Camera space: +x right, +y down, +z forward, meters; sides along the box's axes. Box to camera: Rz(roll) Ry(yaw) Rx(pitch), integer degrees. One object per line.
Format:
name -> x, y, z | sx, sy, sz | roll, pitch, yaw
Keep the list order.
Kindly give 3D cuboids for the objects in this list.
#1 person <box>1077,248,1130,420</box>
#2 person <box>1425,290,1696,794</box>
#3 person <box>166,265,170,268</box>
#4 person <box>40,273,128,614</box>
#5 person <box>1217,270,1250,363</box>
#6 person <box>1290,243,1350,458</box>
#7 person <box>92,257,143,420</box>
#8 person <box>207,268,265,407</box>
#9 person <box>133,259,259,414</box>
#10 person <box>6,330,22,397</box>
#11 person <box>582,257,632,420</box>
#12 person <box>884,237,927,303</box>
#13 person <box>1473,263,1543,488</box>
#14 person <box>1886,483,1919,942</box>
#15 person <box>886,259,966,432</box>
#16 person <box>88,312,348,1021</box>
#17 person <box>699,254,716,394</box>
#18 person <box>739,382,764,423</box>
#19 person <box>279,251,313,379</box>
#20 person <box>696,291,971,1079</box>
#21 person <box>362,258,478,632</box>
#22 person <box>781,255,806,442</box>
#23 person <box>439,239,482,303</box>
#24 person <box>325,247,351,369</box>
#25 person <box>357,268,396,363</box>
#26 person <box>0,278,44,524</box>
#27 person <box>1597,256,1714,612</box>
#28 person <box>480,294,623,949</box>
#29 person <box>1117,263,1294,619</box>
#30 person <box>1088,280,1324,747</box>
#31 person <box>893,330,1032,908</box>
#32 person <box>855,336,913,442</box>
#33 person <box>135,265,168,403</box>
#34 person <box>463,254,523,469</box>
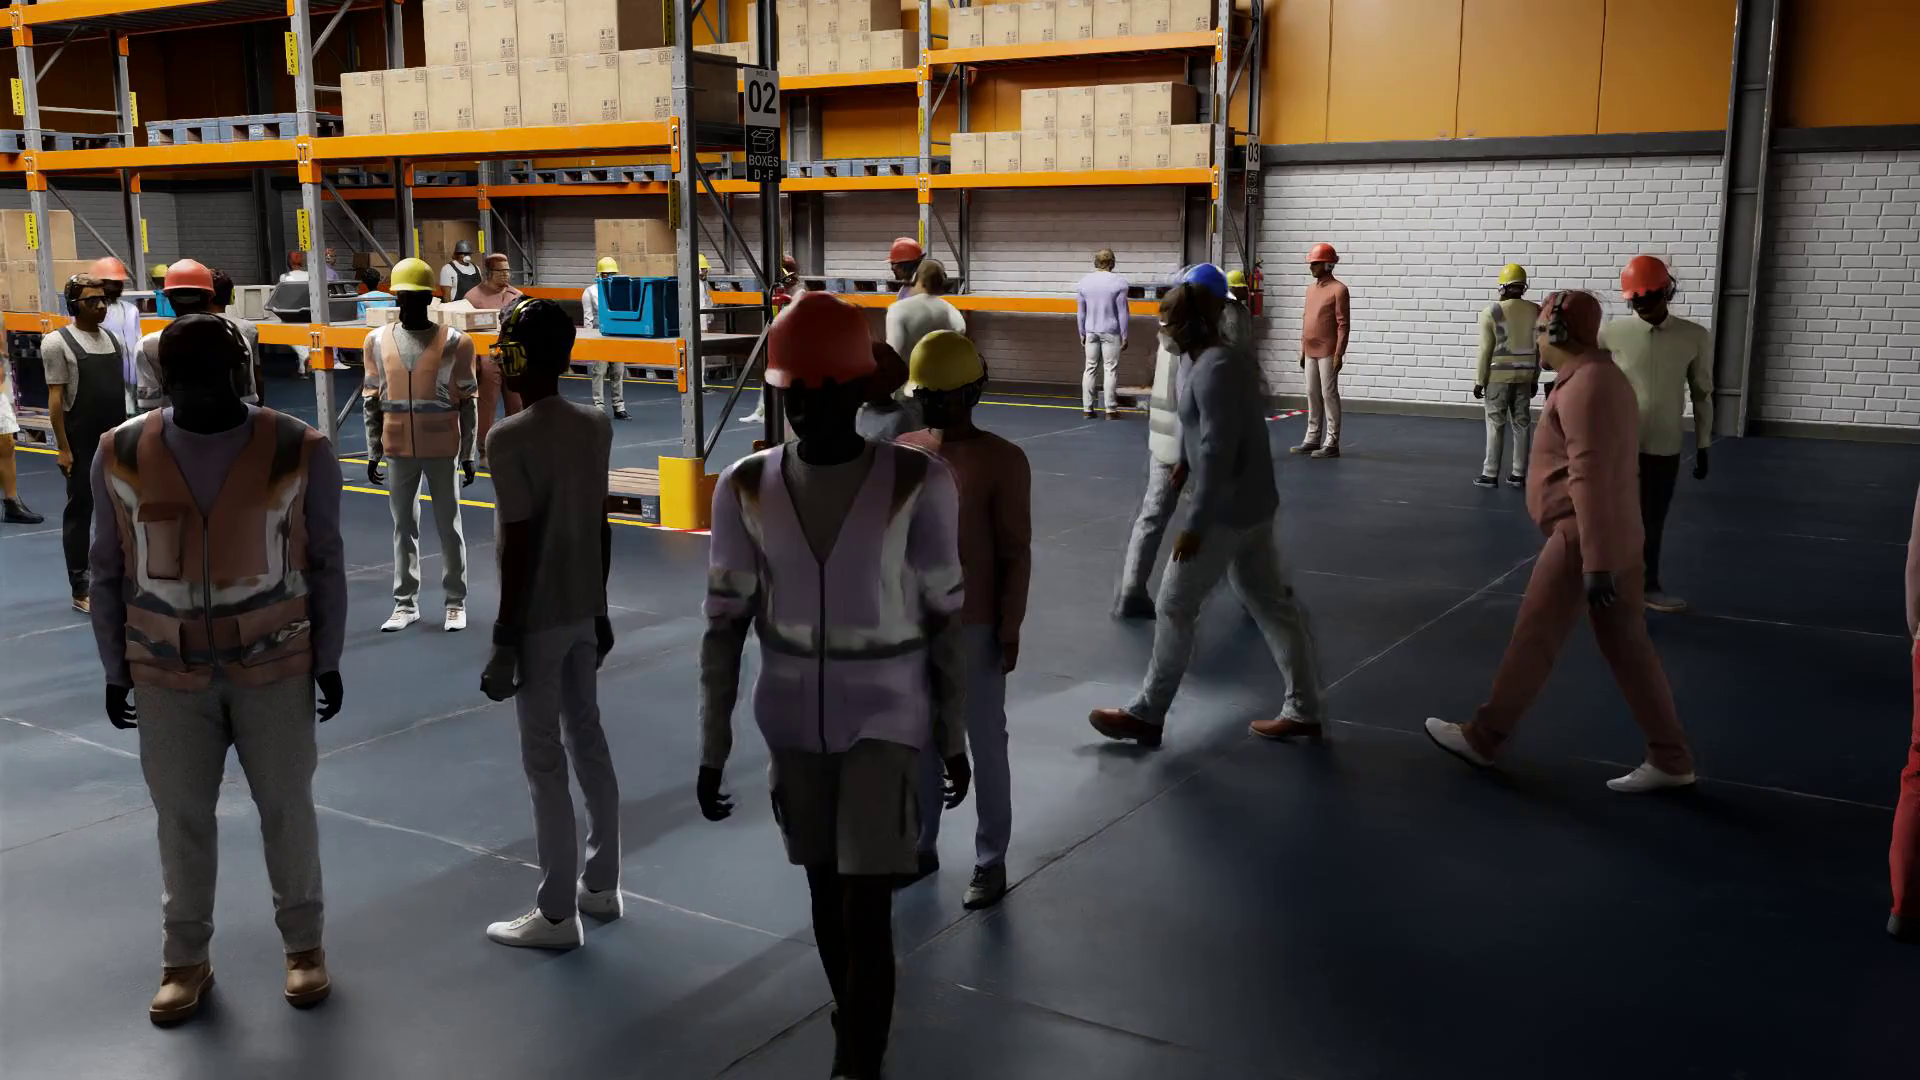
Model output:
person -> 1.615, -2.315, 18.763 | 0.631, 1.931, 0.357 | 6, 12, 29
person -> 2.269, 0.013, 6.131 | 1.004, 1.837, 0.714 | 7, 12, 32
person -> -10.199, -2.695, 21.508 | 0.317, 1.700, 0.538 | -4, 11, -20
person -> -4.721, -0.527, 9.091 | 0.343, 1.847, 0.506 | 4, 11, 19
person -> 2.528, -1.624, 15.454 | 0.487, 1.744, 0.297 | -8, 13, -39
person -> 3.368, -1.762, 15.516 | 0.389, 1.992, 0.625 | -4, 11, -23
person -> -6.791, -1.311, 13.307 | 0.979, 1.902, 0.551 | 4, 11, 19
person -> -4.495, -0.733, 10.229 | 0.367, 1.857, 0.529 | 6, 12, 30
person -> -3.720, -0.406, 8.187 | 0.543, 1.932, 0.365 | -3, 11, -18
person -> -12.387, -2.750, 21.290 | 0.510, 1.913, 0.606 | 1, 10, 3
person -> -3.918, -2.236, 18.594 | 0.587, 1.833, 0.404 | -10, 14, -43
person -> -0.399, -1.399, 13.385 | 0.395, 2.040, 0.609 | -4, 11, -19
person -> 4.482, -1.338, 13.623 | 0.591, 1.833, 0.403 | -2, 11, -13
person -> 2.866, 0.319, 4.625 | 0.328, 1.769, 0.526 | -3, 11, -14
person -> -0.282, -0.893, 11.004 | 0.770, 1.903, 0.376 | -9, 14, -42
person -> -1.926, 0.330, 4.362 | 0.627, 1.842, 0.429 | -3, 11, -16
person -> -3.446, -2.838, 21.932 | 0.403, 1.830, 0.598 | -5, 11, -26
person -> -1.925, -2.190, 18.391 | 0.976, 1.827, 0.506 | -3, 11, -15
person -> -9.576, -3.259, 24.175 | 0.618, 1.866, 0.582 | 8, 13, 37
person -> -0.302, 0.436, 3.573 | 0.579, 1.905, 0.822 | 2, 10, 12
person -> -2.786, -0.482, 8.608 | 0.587, 1.930, 0.360 | 0, 10, -1
person -> -1.436, -1.397, 13.765 | 0.406, 1.902, 0.637 | -4, 11, -19
person -> -7.251, -3.397, 24.454 | 0.536, 2.000, 0.688 | 7, 13, 36
person -> -9.878, -3.636, 26.152 | 0.409, 1.909, 0.642 | -7, 12, -35
person -> -6.885, -2.358, 19.645 | 0.322, 1.697, 0.532 | 8, 13, 37
person -> -6.960, -1.051, 11.778 | 0.691, 1.921, 0.594 | 3, 11, 15
person -> 3.628, -0.516, 8.792 | 0.662, 1.943, 0.710 | 1, 10, 7
person -> -1.185, 0.240, 4.776 | 0.319, 1.871, 0.532 | 4, 11, 22
person -> 1.295, -0.507, 8.839 | 0.970, 1.892, 0.605 | -2, 10, -10
person -> 0.978, -0.076, 6.575 | 1.036, 1.855, 0.638 | 3, 11, 16
person -> -0.034, 0.242, 5.076 | 0.523, 1.760, 0.327 | 6, 12, 32
person -> -0.343, -0.022, 6.879 | 0.279, 1.633, 0.499 | -5, 11, -25
person -> -9.817, -2.528, 20.523 | 0.935, 1.717, 0.540 | -1, 10, -7
person -> -4.084, -1.583, 14.804 | 0.400, 1.900, 0.651 | 9, 14, 42
